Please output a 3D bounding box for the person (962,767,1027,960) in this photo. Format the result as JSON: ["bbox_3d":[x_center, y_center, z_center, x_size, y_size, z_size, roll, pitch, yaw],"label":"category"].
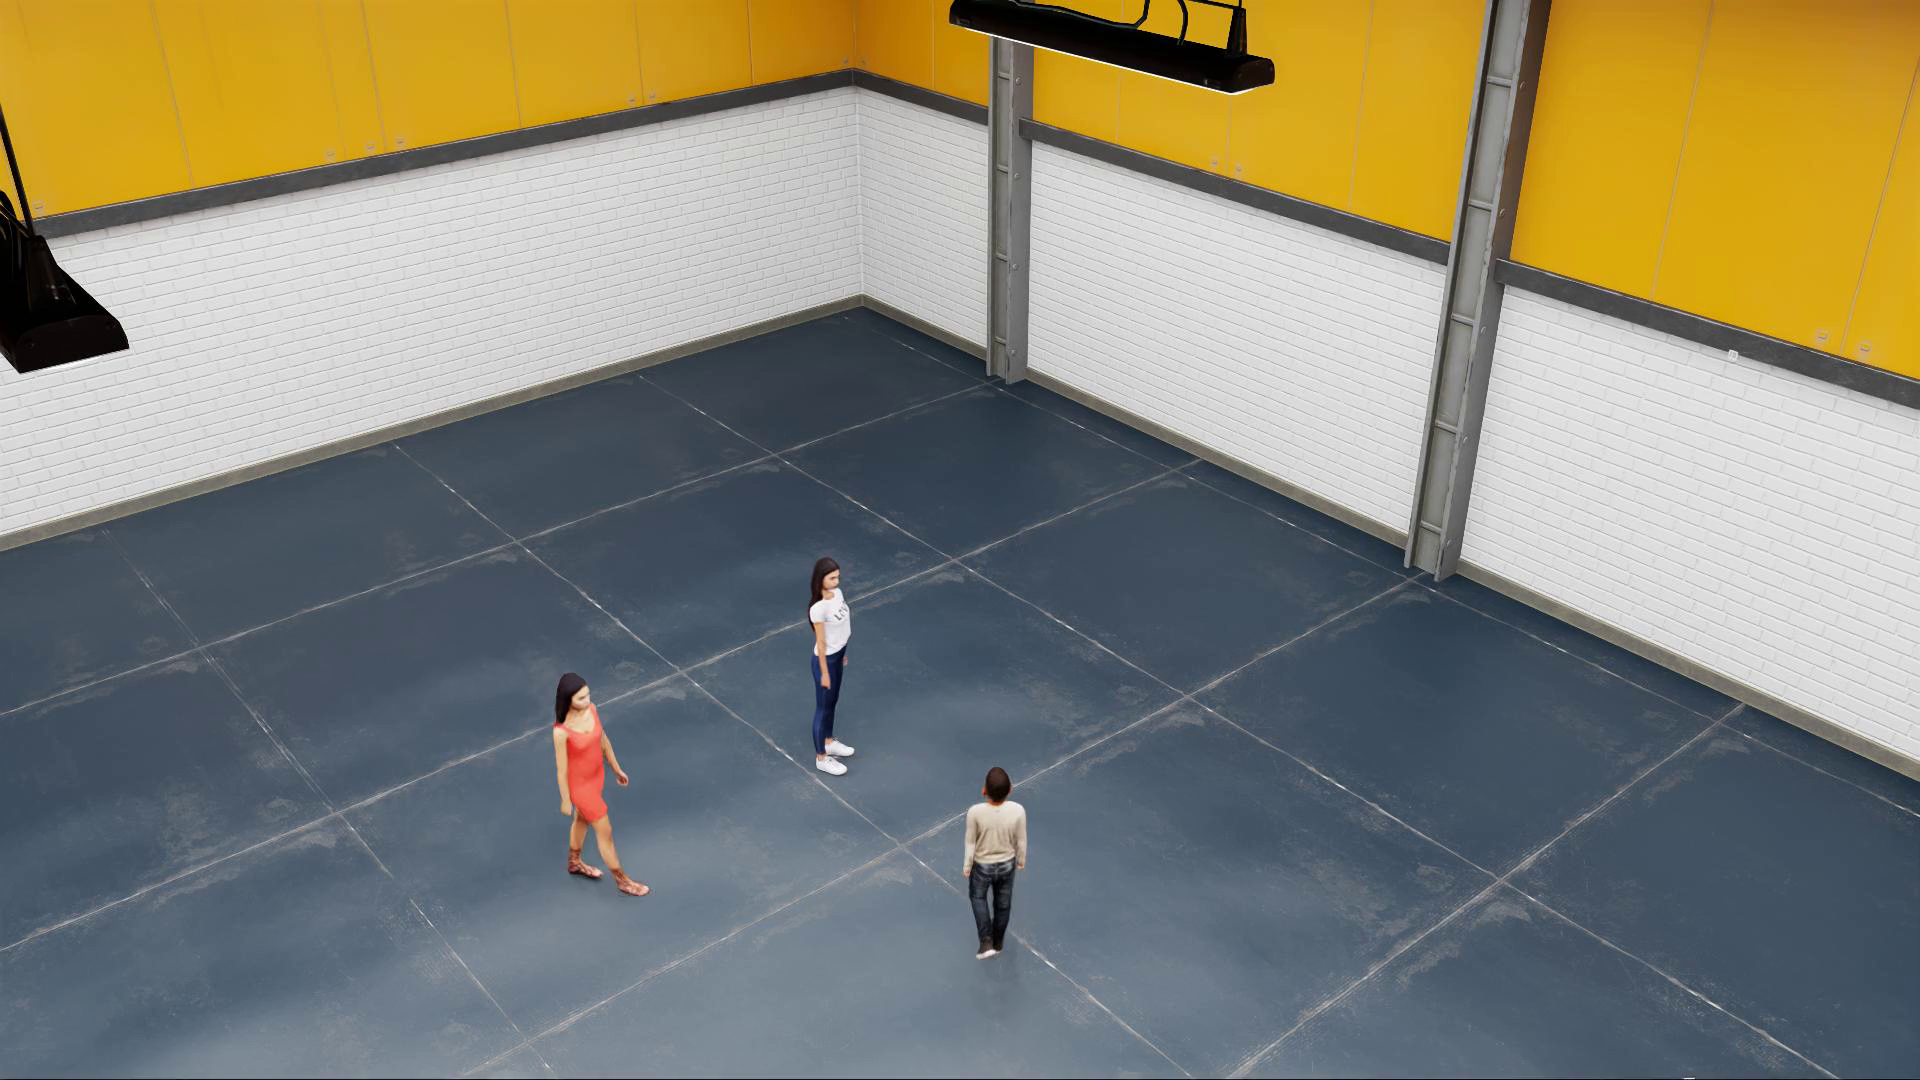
[{"bbox_3d":[0.224,2.121,10.653,0.738,1.457,0.809,-4,29,-7],"label":"person"}]

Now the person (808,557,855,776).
[{"bbox_3d":[-1.003,0.928,12.509,0.697,1.775,0.670,7,29,13],"label":"person"}]

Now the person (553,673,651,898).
[{"bbox_3d":[-2.623,1.632,11.301,1.029,1.695,0.899,7,29,13],"label":"person"}]
